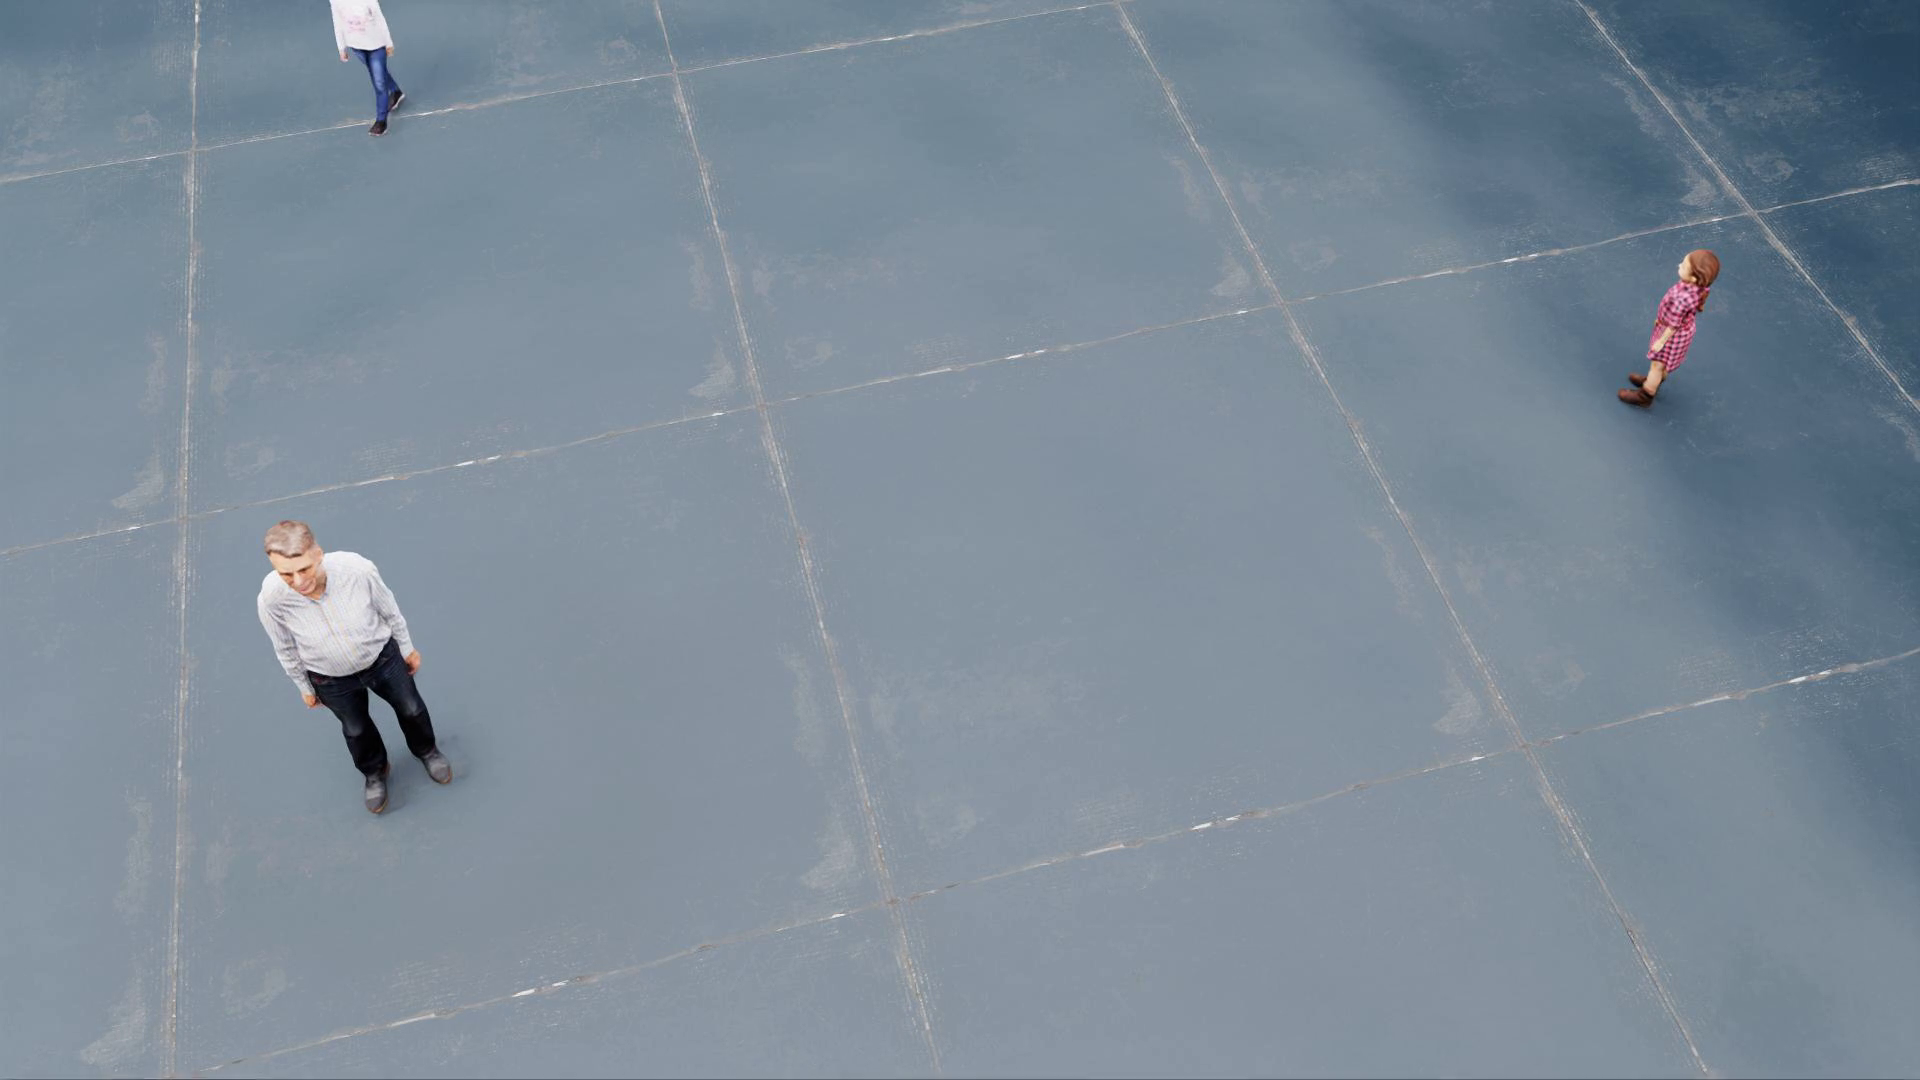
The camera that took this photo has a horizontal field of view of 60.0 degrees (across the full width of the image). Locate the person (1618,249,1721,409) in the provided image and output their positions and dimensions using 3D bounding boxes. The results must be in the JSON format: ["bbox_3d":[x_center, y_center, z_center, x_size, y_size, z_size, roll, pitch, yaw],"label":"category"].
[{"bbox_3d":[3.690,-1.092,8.598,0.549,1.021,0.502,33,59,23],"label":"person"}]

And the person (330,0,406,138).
[{"bbox_3d":[-3.573,-3.054,10.076,0.646,1.087,0.805,9,53,7],"label":"person"}]

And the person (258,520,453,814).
[{"bbox_3d":[-2.498,0.494,6.866,0.694,1.818,0.614,-21,55,-15],"label":"person"}]
